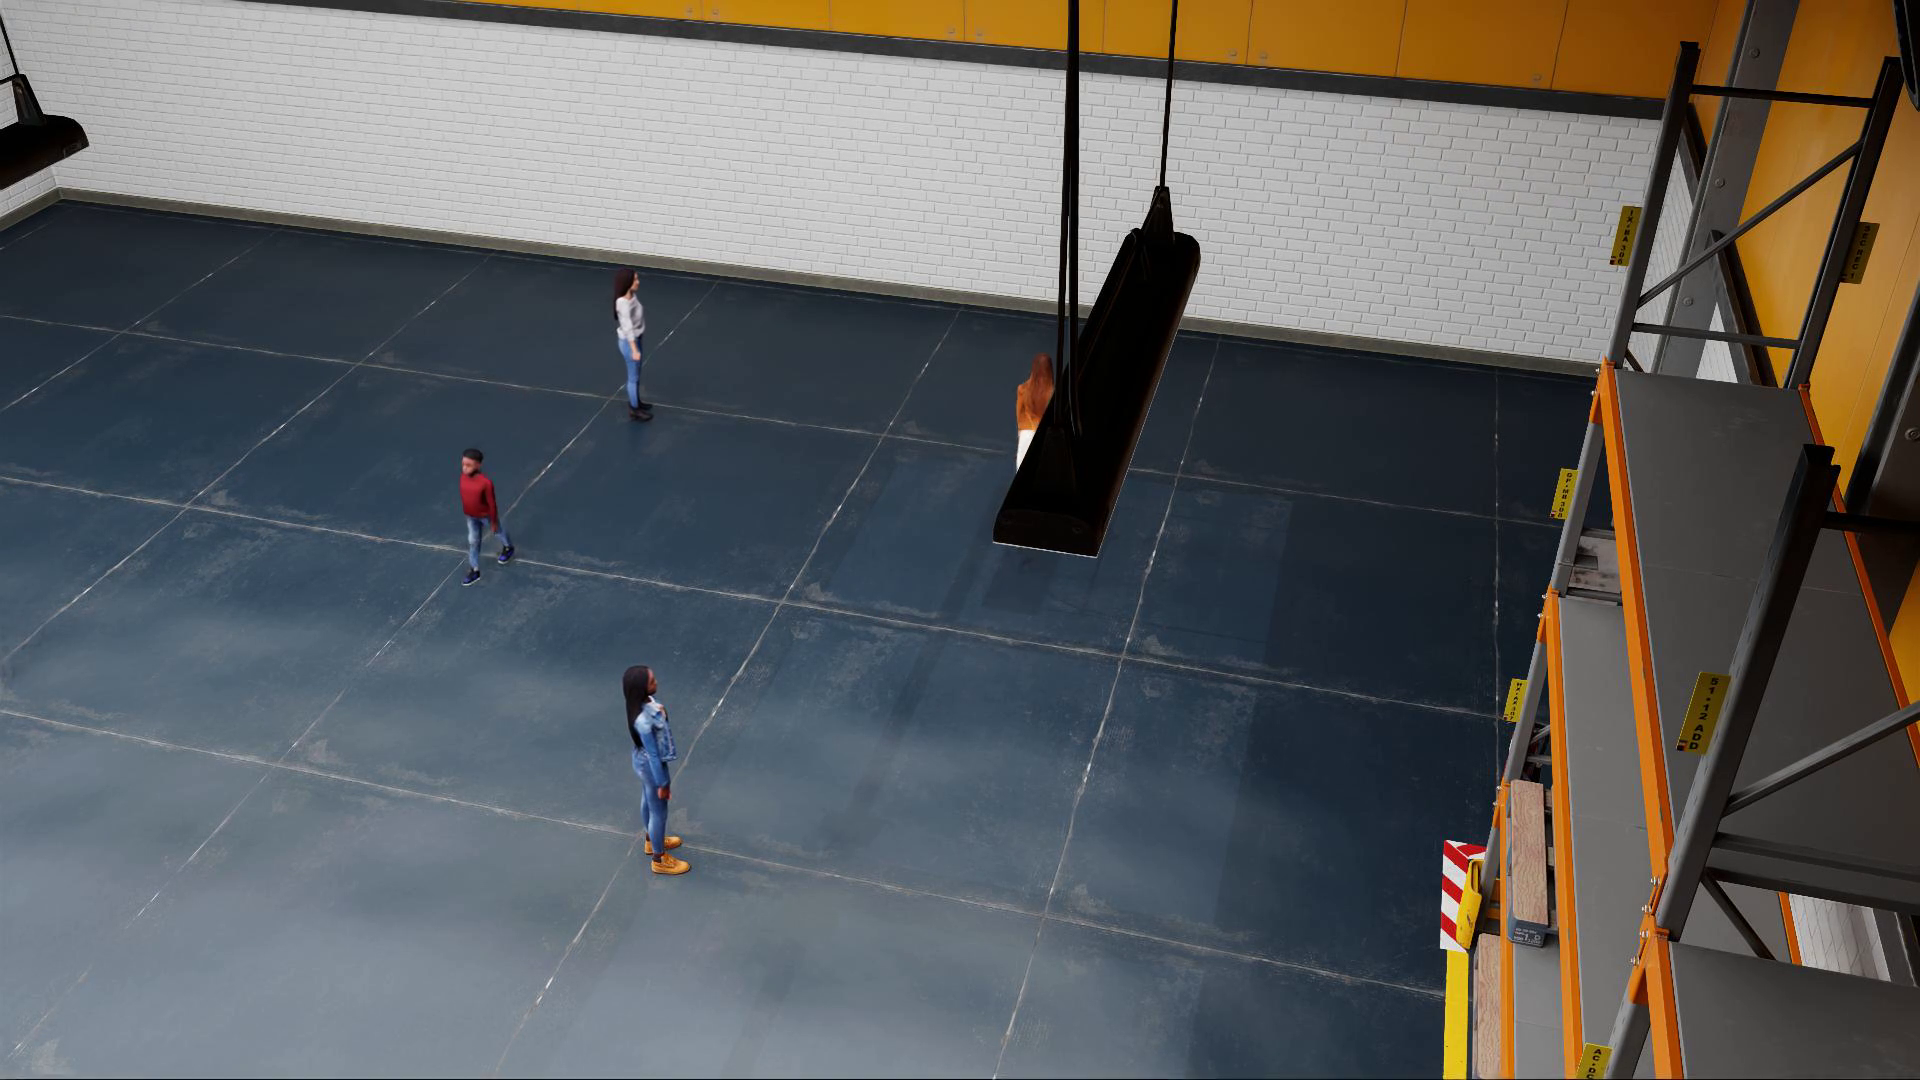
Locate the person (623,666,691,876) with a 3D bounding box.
[{"bbox_3d":[-2.111,1.550,11.373,0.741,1.713,0.633,-10,35,-15],"label":"person"}]

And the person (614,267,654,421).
[{"bbox_3d":[-3.325,-1.981,16.759,0.719,1.631,0.565,-3,34,-4],"label":"person"}]

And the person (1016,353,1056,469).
[{"bbox_3d":[0.677,-0.839,14.985,0.685,1.694,0.934,12,35,17],"label":"person"}]

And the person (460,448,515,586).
[{"bbox_3d":[-4.140,-0.264,14.545,0.564,1.223,0.901,12,35,17],"label":"person"}]
